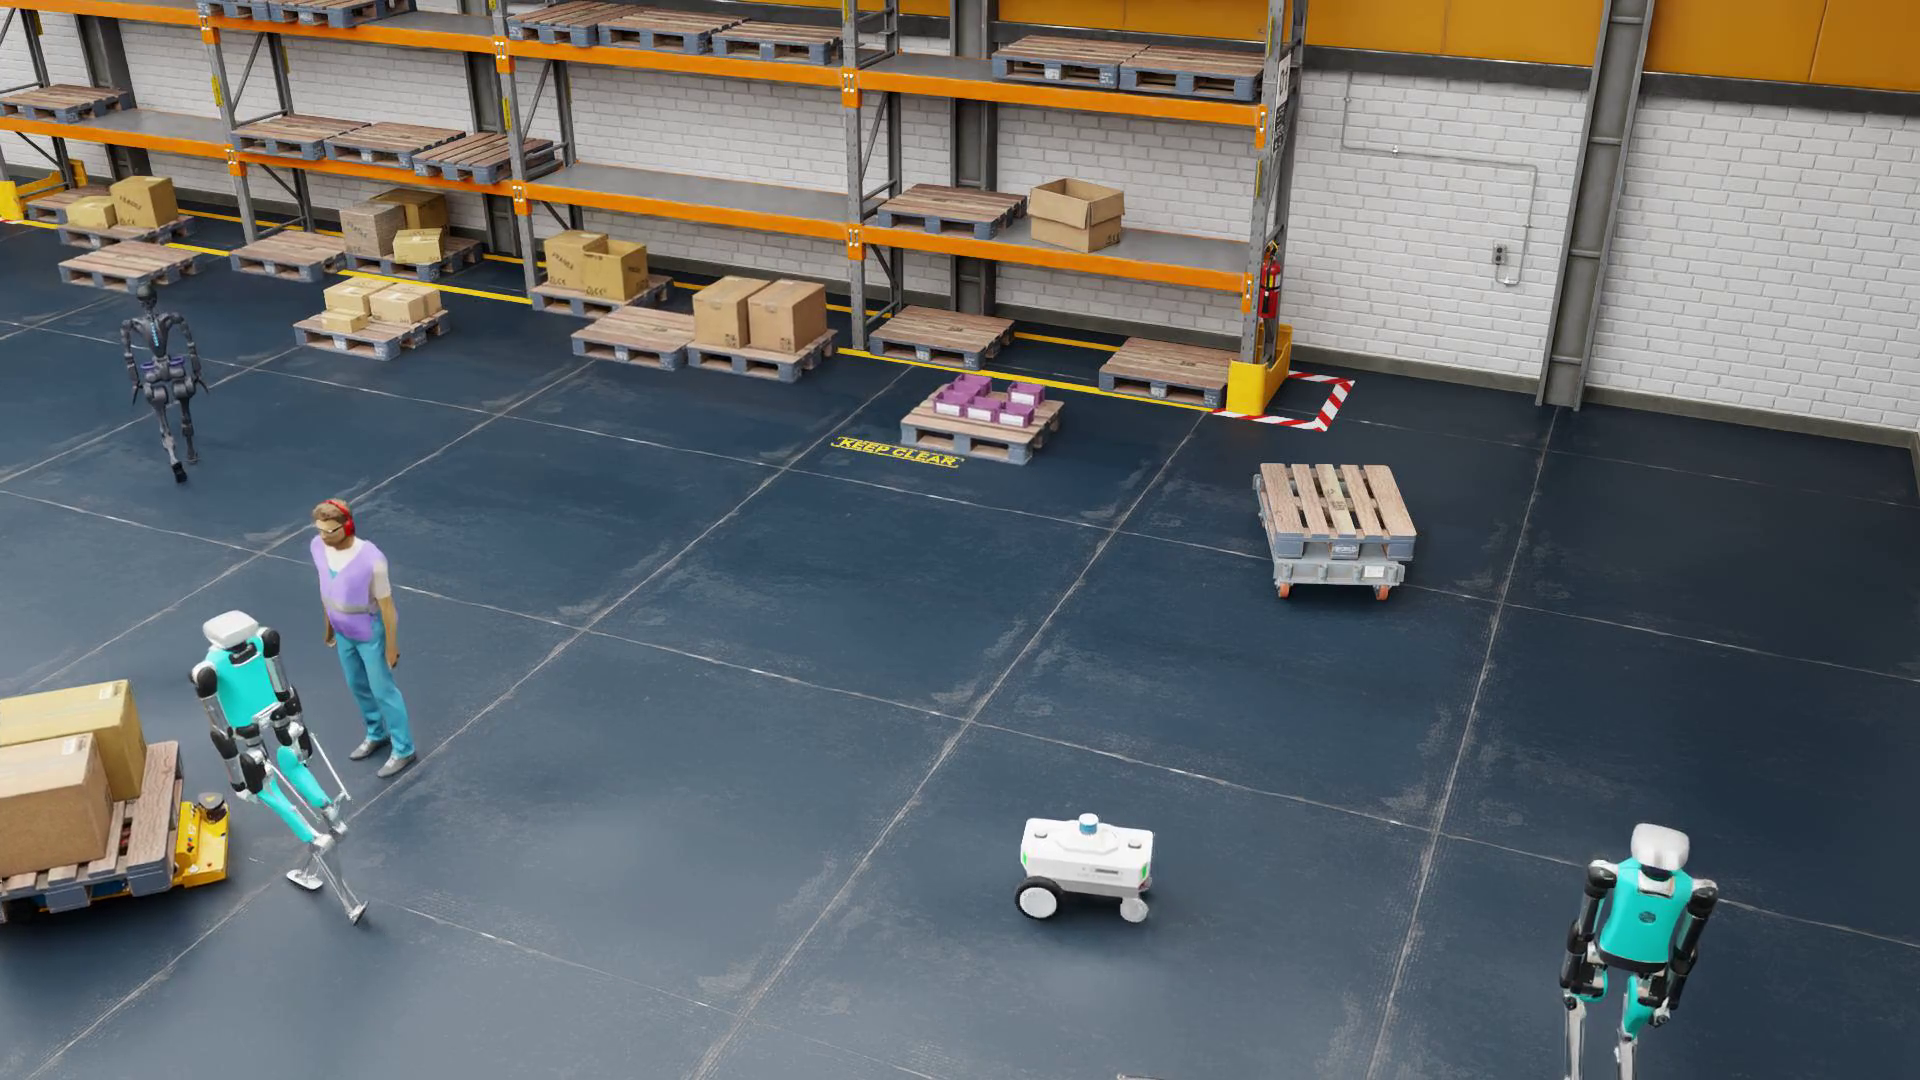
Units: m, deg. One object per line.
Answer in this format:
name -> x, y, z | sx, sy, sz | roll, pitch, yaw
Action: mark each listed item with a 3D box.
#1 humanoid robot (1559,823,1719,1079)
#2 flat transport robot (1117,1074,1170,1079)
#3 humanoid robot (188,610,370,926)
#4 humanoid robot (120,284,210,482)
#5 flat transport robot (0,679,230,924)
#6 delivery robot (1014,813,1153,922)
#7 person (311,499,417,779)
humanoid robot -> 3.000, 1.947, 7.593 | 0.543, 1.823, 0.717 | 7, 28, 14
flat transport robot -> 1.264, 2.793, 7.515 | 1.431, 0.231, 0.659 | 4, 28, 7
humanoid robot -> -3.513, 1.272, 8.921 | 0.918, 1.824, 0.543 | 13, 30, 24
humanoid robot -> -6.674, -1.343, 14.015 | 0.608, 1.628, 0.644 | -13, 30, -23
flat transport robot -> -4.928, 1.813, 9.416 | 1.431, 0.231, 0.659 | -9, 29, -17
delivery robot -> 0.676, 1.785, 9.179 | 0.811, 0.613, 0.499 | 5, 28, 9
person -> -3.638, 0.564, 10.130 | 0.576, 1.837, 0.404 | 15, 31, 27
